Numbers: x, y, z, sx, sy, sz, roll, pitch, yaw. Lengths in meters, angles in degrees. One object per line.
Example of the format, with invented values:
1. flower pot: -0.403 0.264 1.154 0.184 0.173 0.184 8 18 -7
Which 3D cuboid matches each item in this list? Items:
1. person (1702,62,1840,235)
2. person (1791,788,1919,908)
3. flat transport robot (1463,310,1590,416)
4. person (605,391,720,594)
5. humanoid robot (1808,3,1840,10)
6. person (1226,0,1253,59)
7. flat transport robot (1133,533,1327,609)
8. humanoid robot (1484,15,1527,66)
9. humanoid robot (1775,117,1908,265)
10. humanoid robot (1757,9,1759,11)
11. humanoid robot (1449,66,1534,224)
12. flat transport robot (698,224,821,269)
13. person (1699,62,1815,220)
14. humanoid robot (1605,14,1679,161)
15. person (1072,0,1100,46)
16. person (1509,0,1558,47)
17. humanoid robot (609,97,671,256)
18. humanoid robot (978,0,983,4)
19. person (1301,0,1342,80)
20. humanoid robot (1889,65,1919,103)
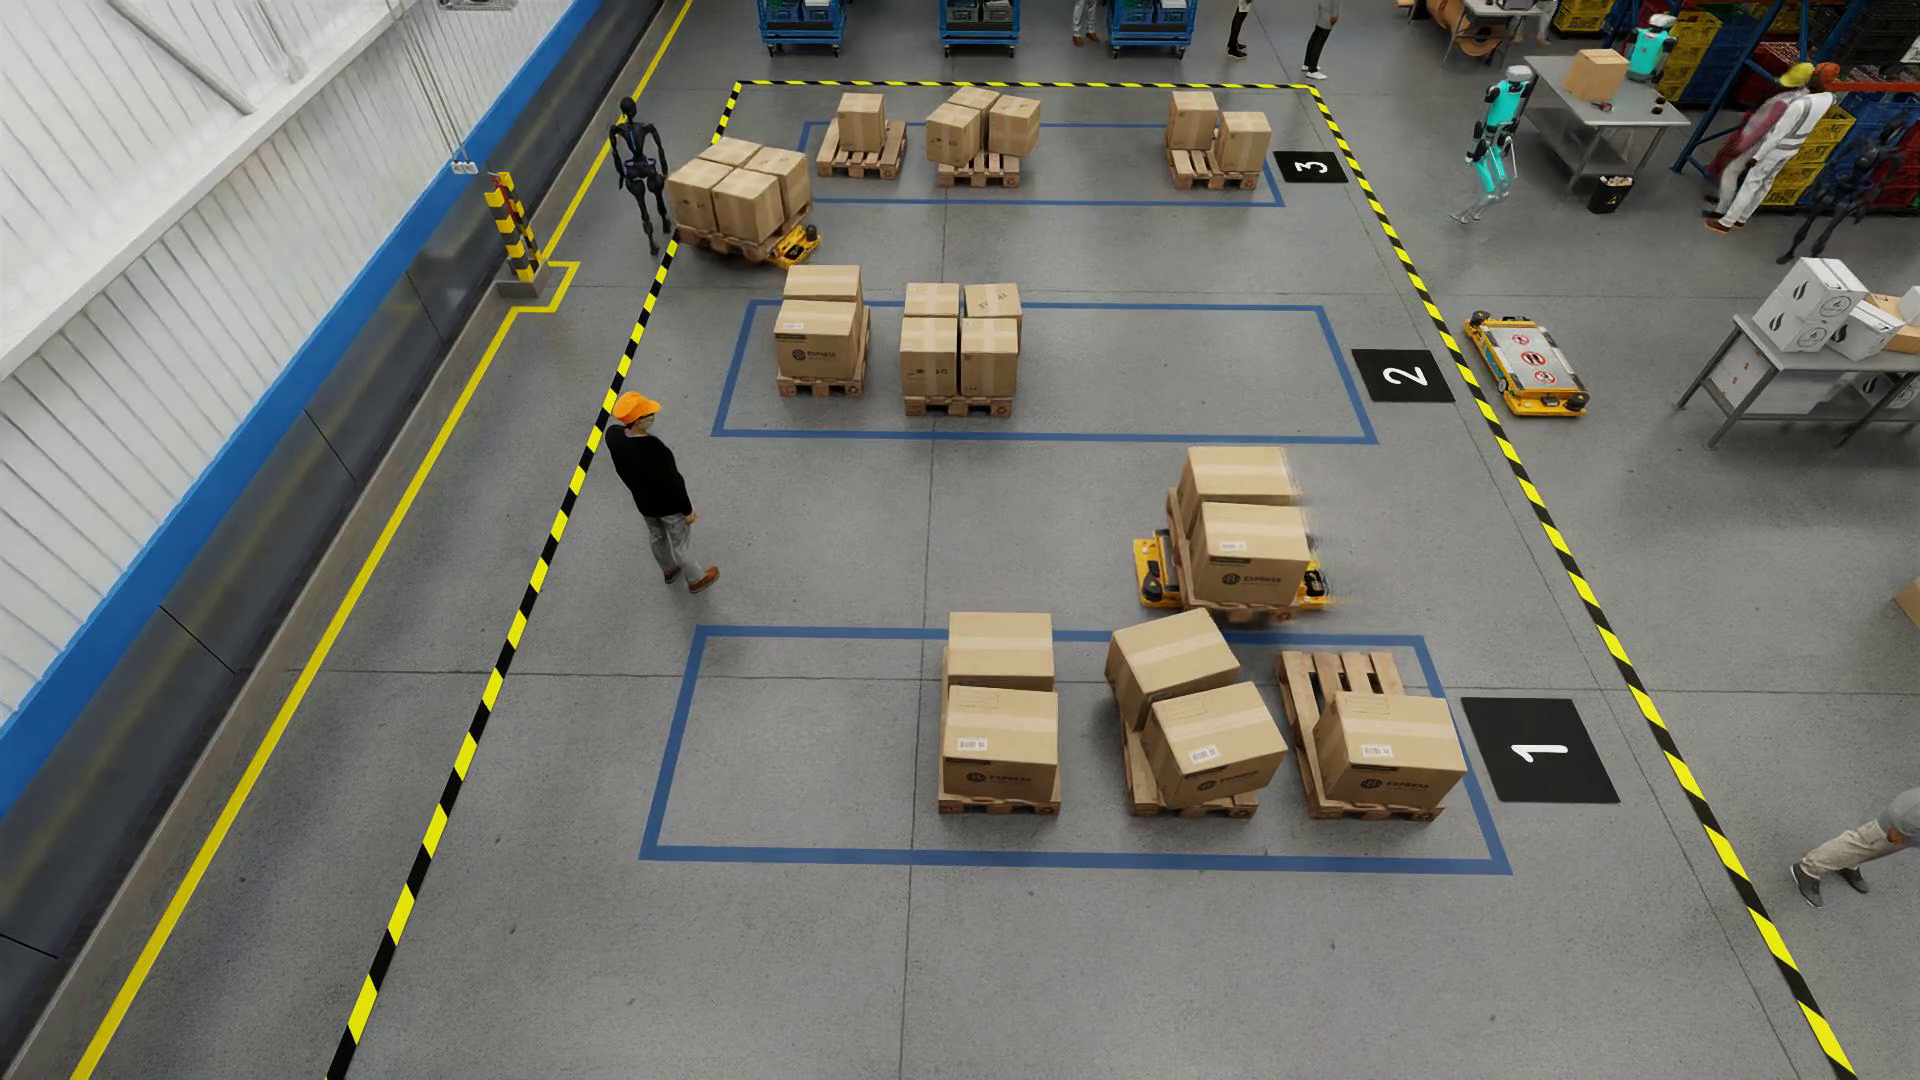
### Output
1. person: 9.082 -4.328 10.209 0.571 1.887 0.356 -16 51 -14
2. person: 5.495 1.564 5.186 0.568 1.769 0.397 -10 50 -8
3. flat transport robot: 5.573 -1.757 9.054 0.659 0.231 1.431 1 49 1
4. person: -2.198 -0.319 6.744 0.586 1.880 0.388 23 53 19
5. humanoid robot: 13.034 -8.281 13.795 0.784 1.619 0.584 -26 54 -21
6. person: 4.274 -8.207 13.516 0.361 1.964 0.612 9 50 7
7. flat transport robot: 2.143 0.227 7.319 1.431 0.197 0.652 1 49 1
8. humanoid robot: 8.148 -7.997 13.556 0.600 1.634 0.769 22 53 18
9. humanoid robot: 9.381 -3.669 9.770 0.371 1.649 0.609 -26 54 -21
10. humanoid robot: 13.344 -9.573 14.873 0.798 1.801 0.530 15 51 13
11. humanoid robot: 6.015 -4.300 10.197 0.533 1.673 0.723 -12 50 -10
12. flat transport robot: -2.394 -3.523 10.565 1.431 0.197 0.652 18 51 15
13. person: 9.145 -4.571 10.493 0.648 1.778 0.416 -33 57 -25
14. humanoid robot: 8.476 -5.646 11.456 0.814 1.792 0.564 -28 55 -22
15. person: 1.985 -8.547 13.828 0.636 1.937 0.359 -23 53 -18
16. person: 8.934 -8.394 13.776 0.634 1.820 0.743 -15 51 -13
17. humanoid robot: -3.510 -4.029 10.128 0.590 1.630 0.790 -8 50 -7
18. humanoid robot: 0.306 -9.106 14.489 0.449 1.647 0.600 26 54 21
19. person: 5.305 -7.595 13.063 0.396 1.848 0.587 1 49 1
20. humanoid robot: 13.426 -6.732 12.390 0.530 1.783 0.772 8 50 7
